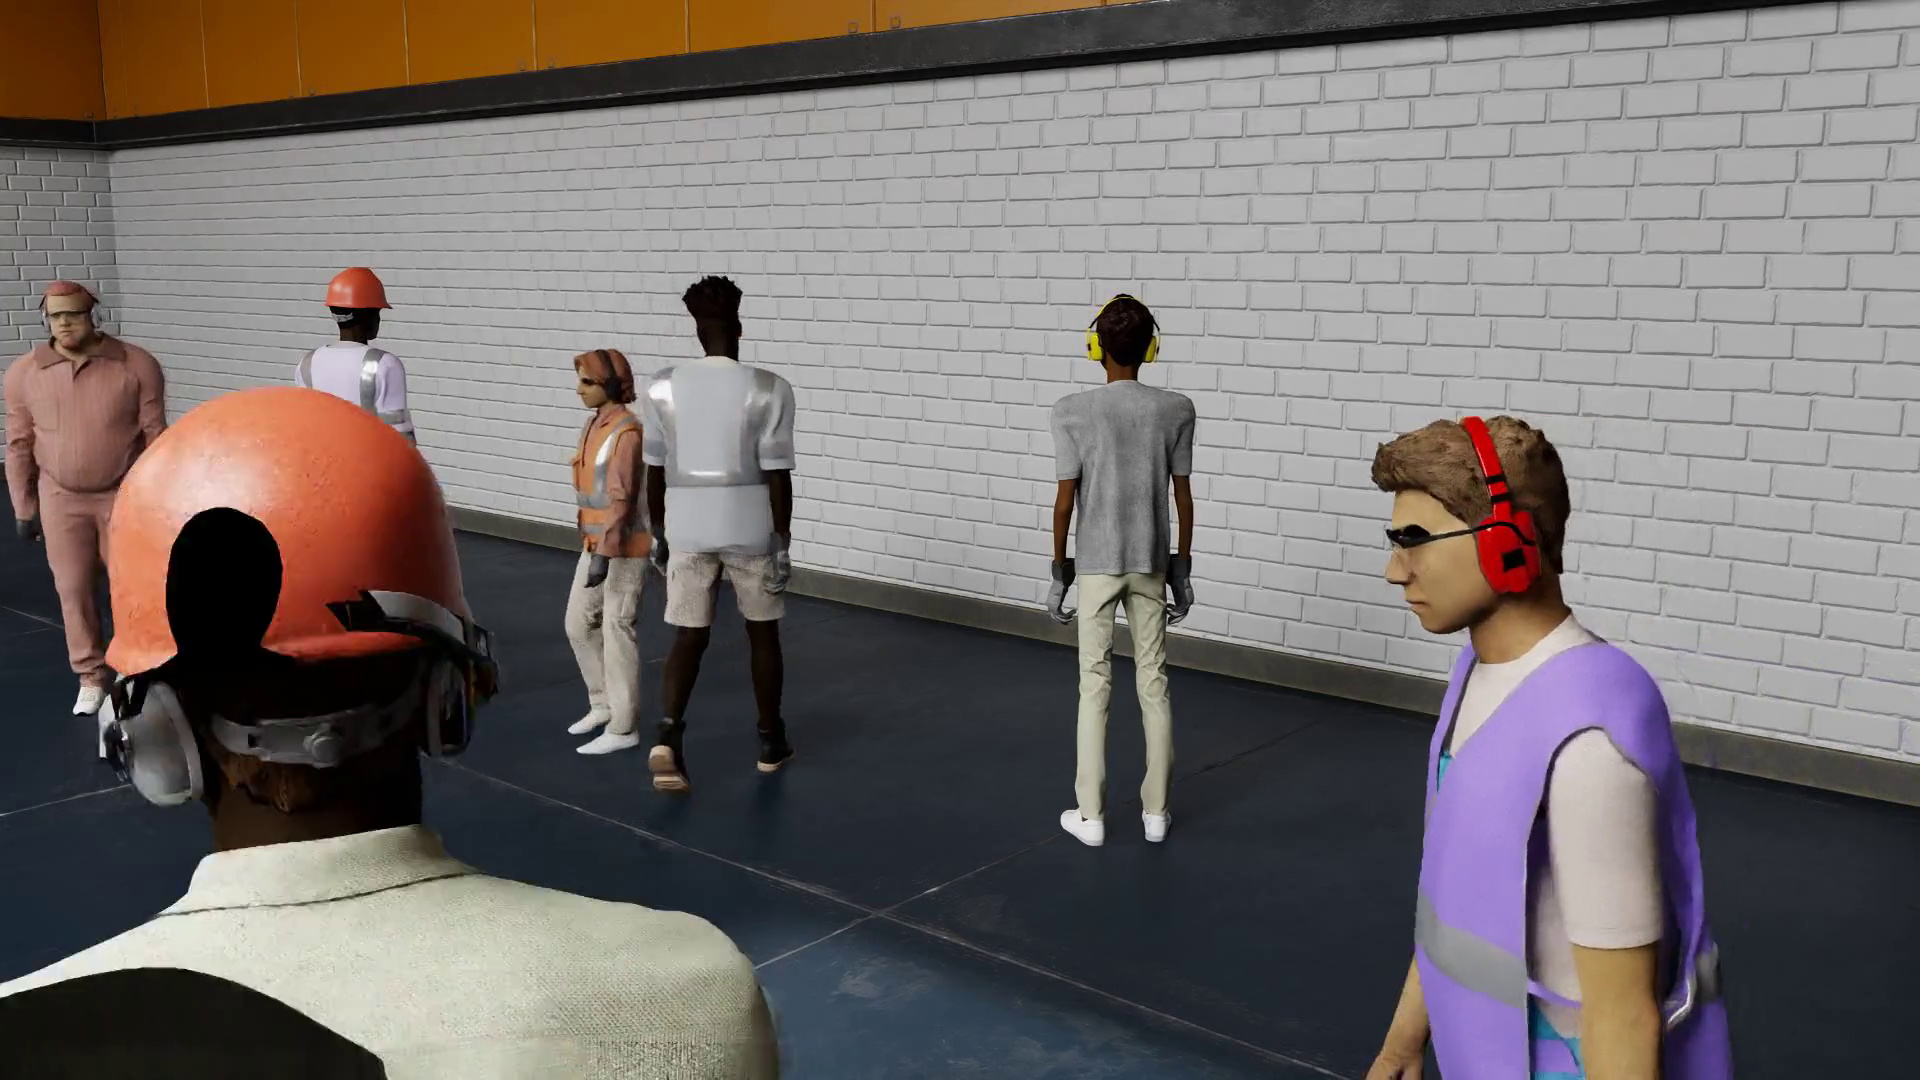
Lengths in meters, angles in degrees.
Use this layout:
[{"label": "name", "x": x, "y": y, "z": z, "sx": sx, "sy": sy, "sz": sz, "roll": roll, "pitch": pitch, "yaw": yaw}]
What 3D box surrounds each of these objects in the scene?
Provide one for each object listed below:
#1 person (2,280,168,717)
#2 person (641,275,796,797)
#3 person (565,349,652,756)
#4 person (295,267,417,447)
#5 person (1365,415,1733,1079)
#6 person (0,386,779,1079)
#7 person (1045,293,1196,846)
[{"label": "person", "x": -3.792, "y": -0.186, "z": 7.272, "sx": 0.662, "sy": 1.887, "sz": 0.468, "roll": -3, "pitch": 11, "yaw": -19}, {"label": "person", "x": -0.915, "y": -0.009, "z": 6.173, "sx": 0.628, "sy": 1.931, "sz": 0.797, "roll": 1, "pitch": 10, "yaw": 6}, {"label": "person", "x": -1.411, "y": 0.051, "z": 6.663, "sx": 0.382, "sy": 1.628, "sz": 0.525, "roll": -7, "pitch": 12, "yaw": -34}, {"label": "person", "x": -2.626, "y": -0.226, "z": 7.362, "sx": 0.552, "sy": 1.937, "sz": 0.356, "roll": 3, "pitch": 10, "yaw": 17}, {"label": "person", "x": 0.731, "y": 0.751, "z": 2.143, "sx": 0.468, "sy": 1.815, "sz": 0.604, "roll": 2, "pitch": 10, "yaw": 10}, {"label": "person", "x": -0.370, "y": 0.883, "z": 1.072, "sx": 0.629, "sy": 1.946, "sz": 0.989, "roll": -4, "pitch": 11, "yaw": -24}, {"label": "person", "x": 0.545, "y": 0.110, "z": 5.643, "sx": 0.512, "sy": 1.872, "sz": 0.328, "roll": -1, "pitch": 10, "yaw": -8}]
